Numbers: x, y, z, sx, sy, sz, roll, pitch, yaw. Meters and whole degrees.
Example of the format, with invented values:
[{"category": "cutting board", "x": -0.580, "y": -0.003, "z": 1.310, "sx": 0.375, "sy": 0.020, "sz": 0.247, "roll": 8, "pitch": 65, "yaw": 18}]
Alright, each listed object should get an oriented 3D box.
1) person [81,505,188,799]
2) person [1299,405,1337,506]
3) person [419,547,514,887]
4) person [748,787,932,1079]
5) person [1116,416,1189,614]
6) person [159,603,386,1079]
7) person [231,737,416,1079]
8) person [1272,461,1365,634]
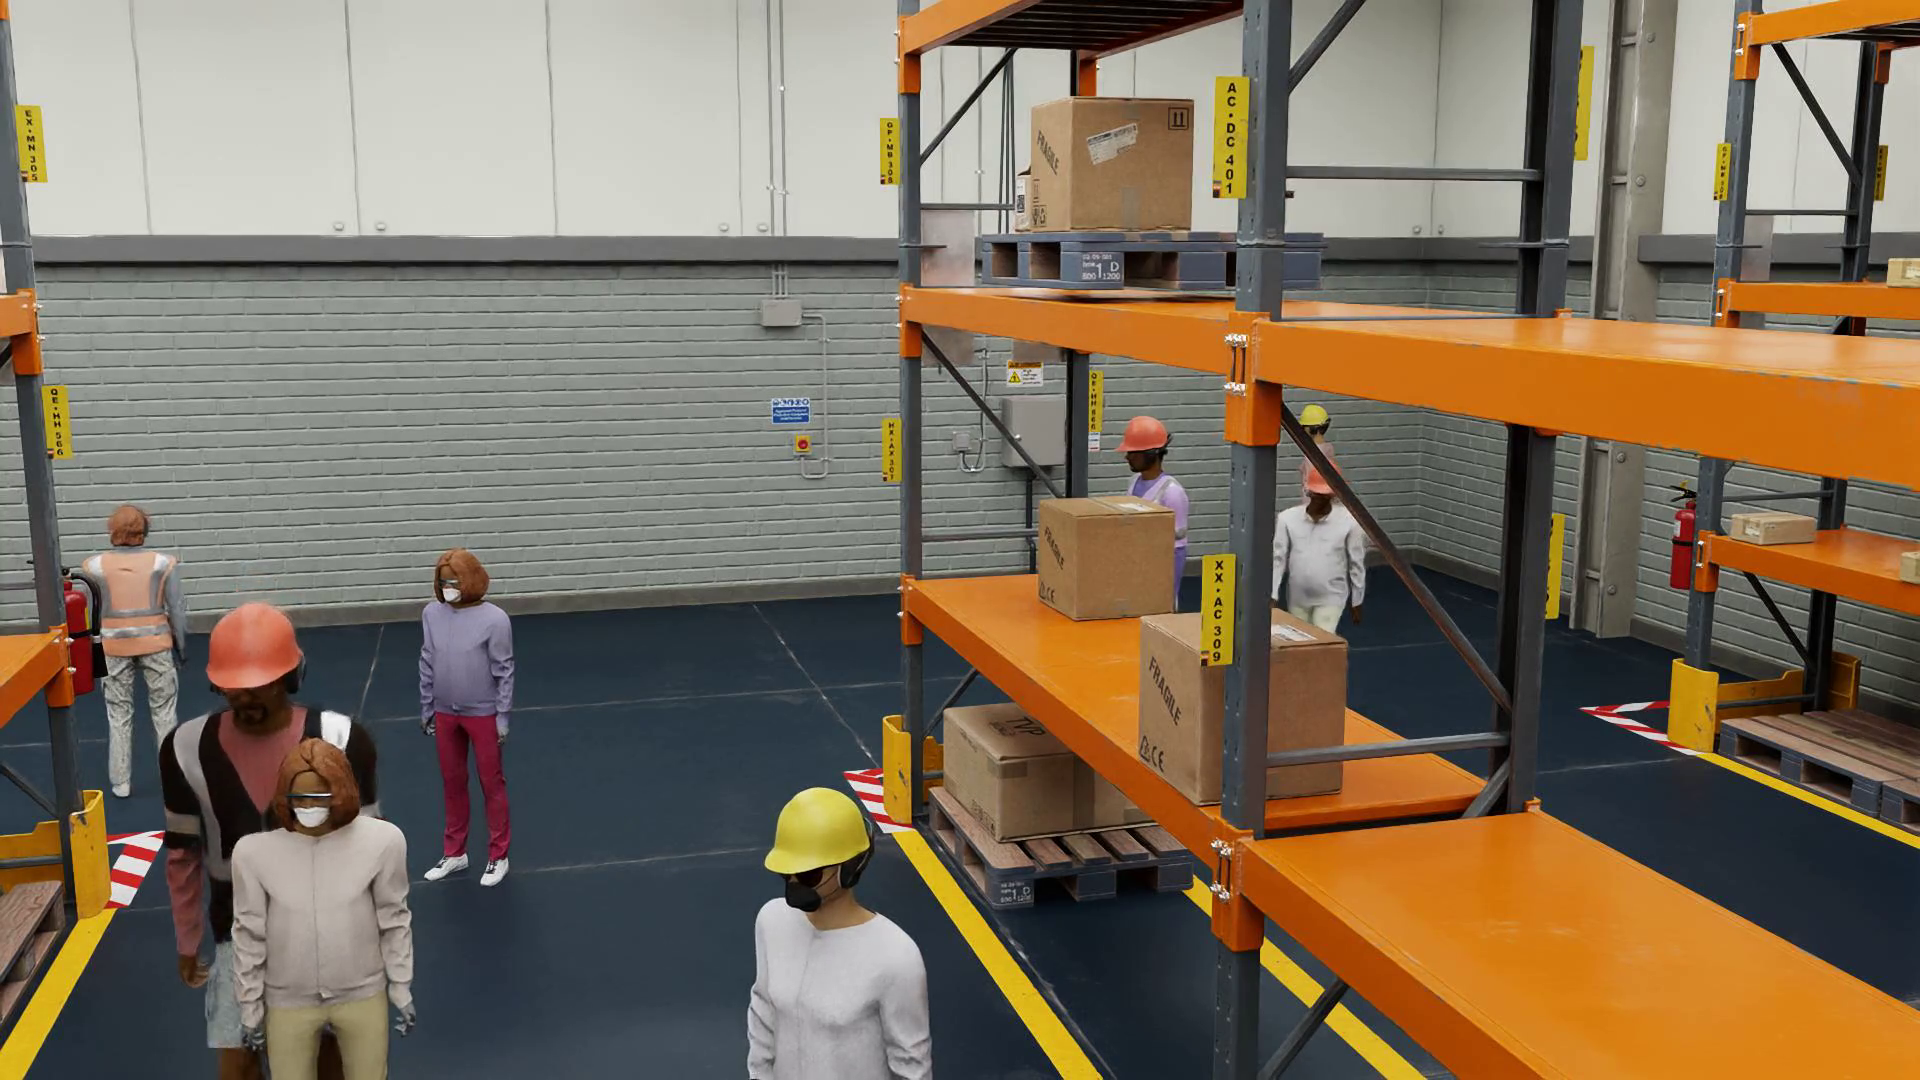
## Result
[{"category": "person", "x": -4.563, "y": 0.618, "z": 9.226, "sx": 0.516, "sy": 1.631, "sz": 0.317, "roll": -3, "pitch": 11, "yaw": -19}, {"category": "person", "x": 2.920, "y": -0.233, "z": 13.718, "sx": 0.351, "sy": 1.759, "sz": 0.523, "roll": 6, "pitch": 11, "yaw": 29}, {"category": "person", "x": -2.360, "y": 0.839, "z": 7.951, "sx": 0.497, "sy": 1.633, "sz": 0.289, "roll": 3, "pitch": 10, "yaw": 17}, {"category": "person", "x": -0.316, "y": 1.453, "z": 4.072, "sx": 0.530, "sy": 1.767, "sz": 0.328, "roll": 7, "pitch": 12, "yaw": 34}, {"category": "person", "x": 1.129, "y": 0.268, "z": 10.053, "sx": 0.394, "sy": 2.038, "sz": 0.605, "roll": -4, "pitch": 11, "yaw": -21}, {"category": "person", "x": -2.033, "y": 1.167, "z": 4.968, "sx": 0.631, "sy": 2.023, "sz": 0.444, "roll": -2, "pitch": 10, "yaw": -13}, {"category": "person", "x": -1.871, "y": 1.370, "z": 4.926, "sx": 0.498, "sy": 1.633, "sz": 0.279, "roll": -3, "pitch": 11, "yaw": -19}, {"category": "person", "x": 2.198, "y": 0.366, "z": 10.373, "sx": 0.568, "sy": 1.730, "sz": 0.534, "roll": 6, "pitch": 11, "yaw": 29}]
